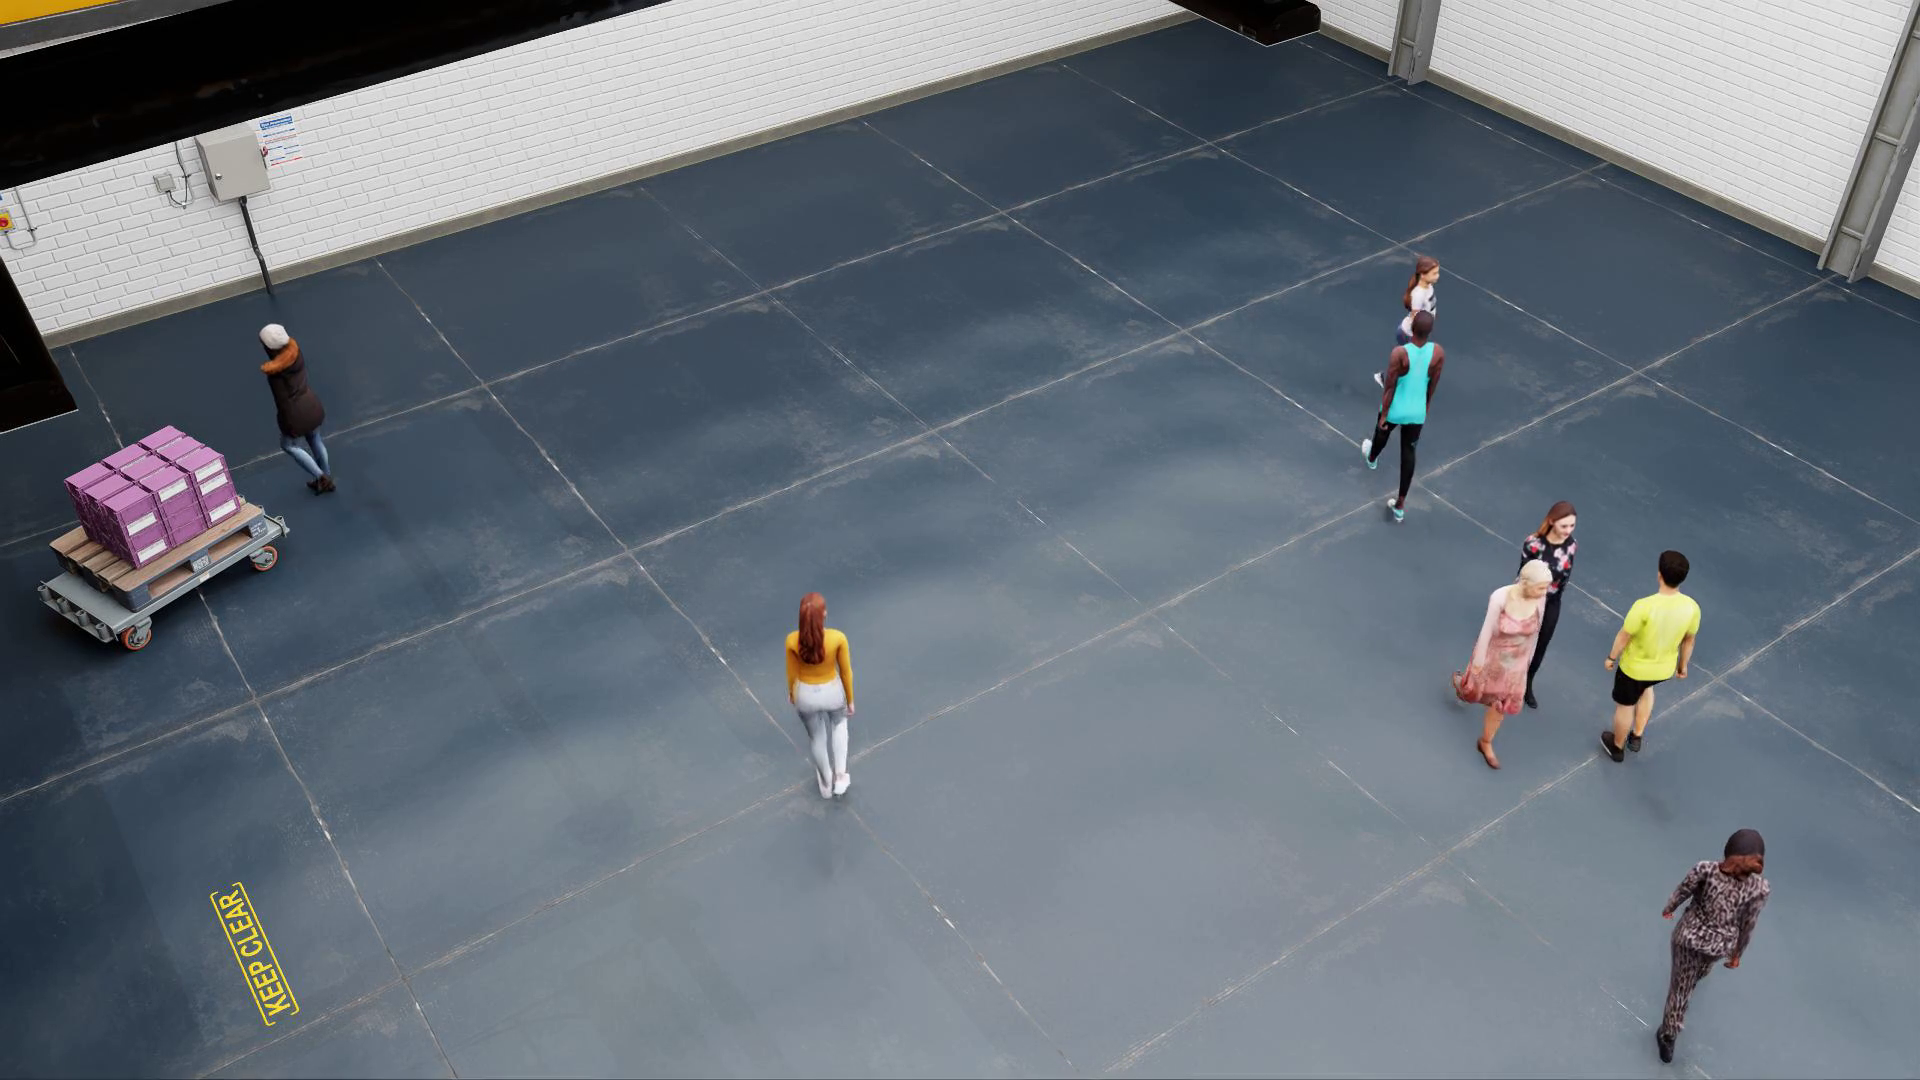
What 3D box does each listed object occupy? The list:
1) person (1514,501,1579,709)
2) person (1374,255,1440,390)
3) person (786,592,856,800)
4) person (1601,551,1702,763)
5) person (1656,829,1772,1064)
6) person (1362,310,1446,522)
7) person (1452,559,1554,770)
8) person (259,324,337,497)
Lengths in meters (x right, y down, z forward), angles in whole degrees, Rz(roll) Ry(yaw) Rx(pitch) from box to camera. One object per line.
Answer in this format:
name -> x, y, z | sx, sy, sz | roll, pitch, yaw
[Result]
person -> 4.044, 0.384, 11.816 | 0.847, 1.664, 1.022 | -4, 39, -6
person -> 3.942, -1.816, 14.665 | 0.798, 1.547, 0.682 | 21, 43, 24
person -> -0.916, 1.096, 10.864 | 0.706, 1.739, 0.745 | -5, 39, -6
person -> 4.665, 0.867, 11.185 | 0.774, 1.696, 0.795 | -2, 39, -3
person -> 4.189, 2.320, 9.375 | 1.027, 1.684, 0.990 | 13, 40, 16
person -> 3.619, -0.965, 13.427 | 1.061, 1.762, 1.249 | -1, 39, -1
person -> 3.652, 0.730, 11.381 | 0.872, 1.665, 1.086 | -6, 39, -8
person -> -5.361, -1.051, 13.642 | 0.810, 1.627, 0.761 | 10, 40, 12
